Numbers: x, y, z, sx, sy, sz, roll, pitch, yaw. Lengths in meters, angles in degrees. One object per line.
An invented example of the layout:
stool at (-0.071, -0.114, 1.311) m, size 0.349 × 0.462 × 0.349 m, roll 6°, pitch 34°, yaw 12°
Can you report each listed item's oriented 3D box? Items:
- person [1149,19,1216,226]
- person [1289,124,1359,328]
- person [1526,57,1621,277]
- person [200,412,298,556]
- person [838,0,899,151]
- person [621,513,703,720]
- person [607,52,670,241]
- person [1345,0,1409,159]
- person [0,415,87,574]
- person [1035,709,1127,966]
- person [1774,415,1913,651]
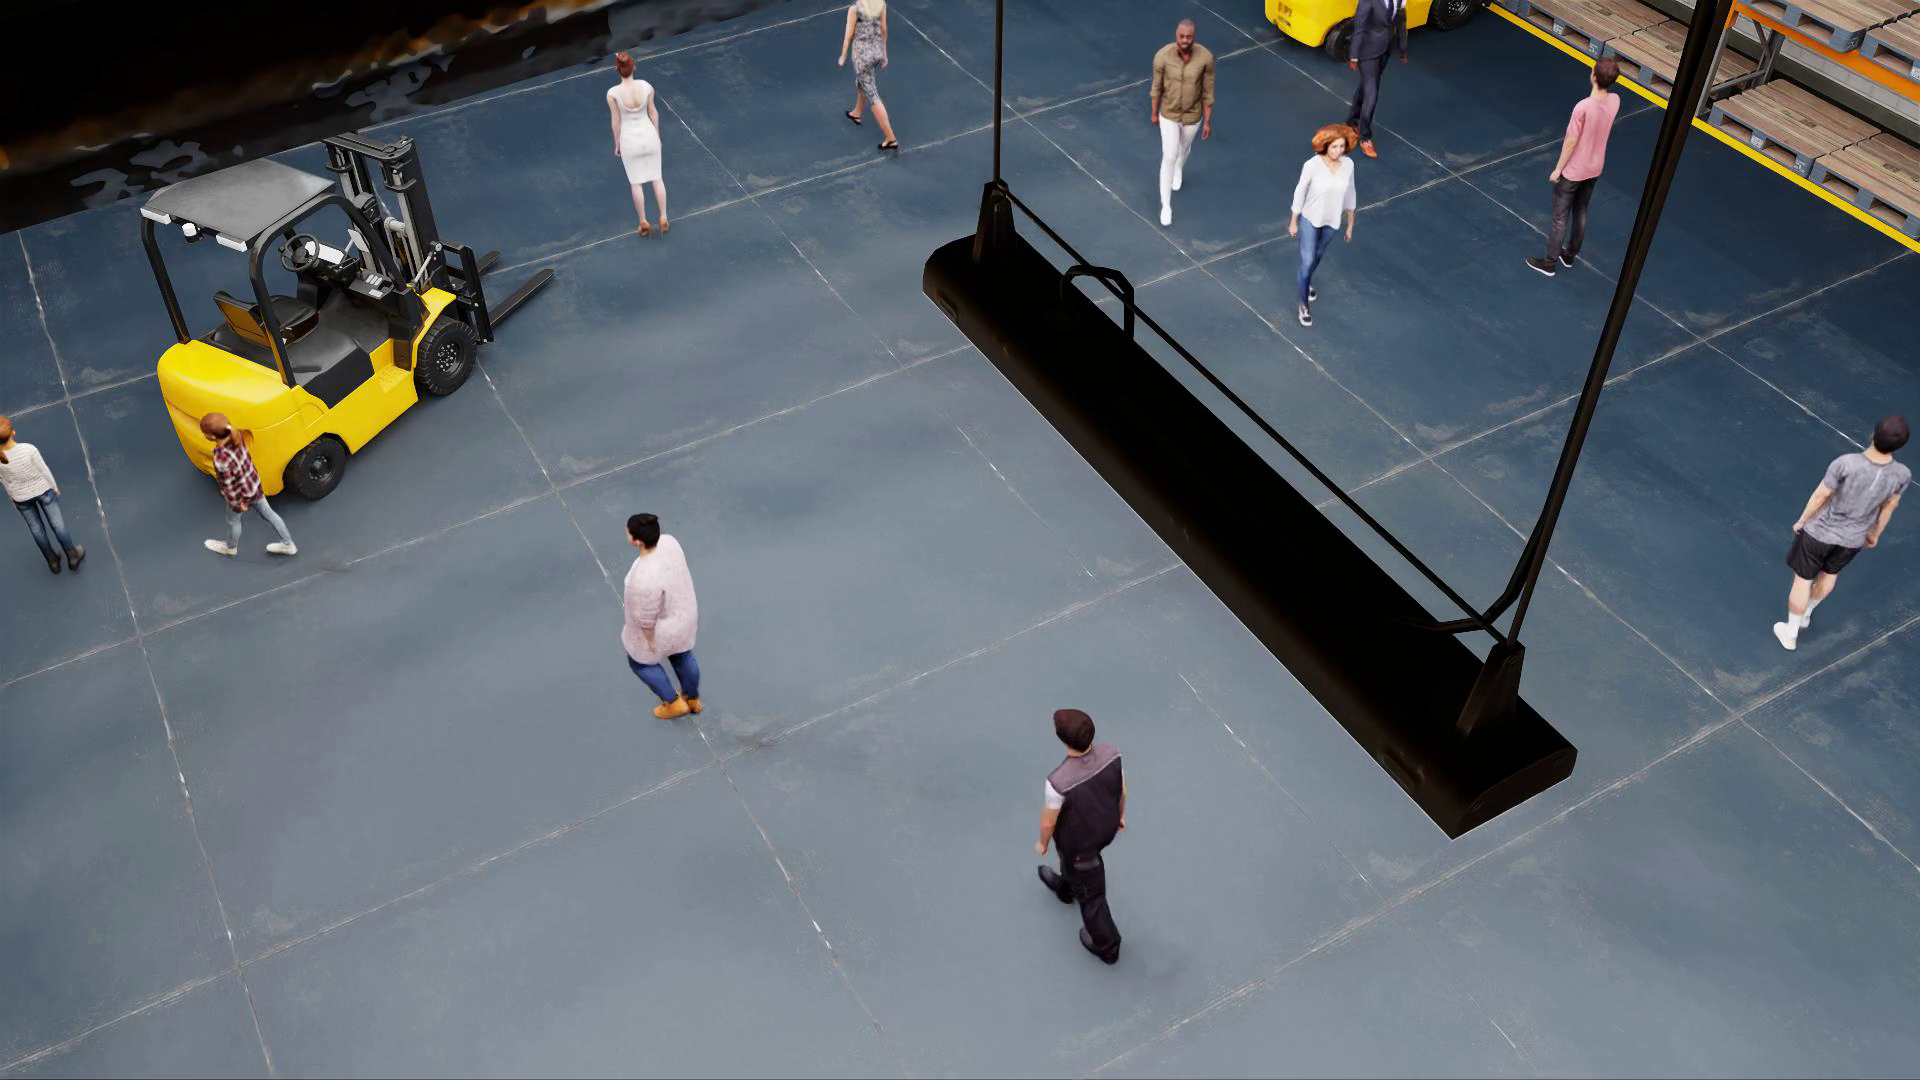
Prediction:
person at (1.980, -3.830, 14.854) m, size 1.103 × 1.794 × 1.289 m, roll 1°, pitch 44°, yaw 1°
person at (2.954, -2.715, 13.759) m, size 0.859 × 1.691 × 1.041 m, roll -8°, pitch 44°, yaw -8°
person at (5.218, -3.131, 14.004) m, size 0.625 × 1.956 × 0.543 m, roll -20°, pitch 47°, yaw -20°
person at (-4.934, -0.360, 11.585) m, size 0.887 × 1.279 × 0.861 m, roll 7°, pitch 44°, yaw 7°
person at (-0.816, -4.451, 15.602) m, size 0.755 × 1.662 × 1.177 m, roll -31°, pitch 52°, yaw -28°
person at (-1.772, 0.505, 10.350) m, size 0.847 × 1.732 × 0.808 m, roll 15°, pitch 46°, yaw 16°
person at (-2.785, -3.416, 14.423) m, size 0.607 × 1.791 × 0.547 m, roll -13°, pitch 45°, yaw -13°
person at (3.840, -4.618, 15.671) m, size 0.752 × 1.808 × 0.856 m, roll -28°, pitch 50°, yaw -26°
person at (-6.424, -0.314, 11.512) m, size 0.493 × 1.314 × 0.511 m, roll -14°, pitch 45°, yaw -14°
person at (0.751, 1.654, 9.083) m, size 0.788 × 1.815 × 1.040 m, roll -28°, pitch 50°, yaw -26°
person at (5.728, -0.051, 10.831) m, size 0.895 × 1.872 × 0.960 m, roll 5°, pitch 44°, yaw 5°
